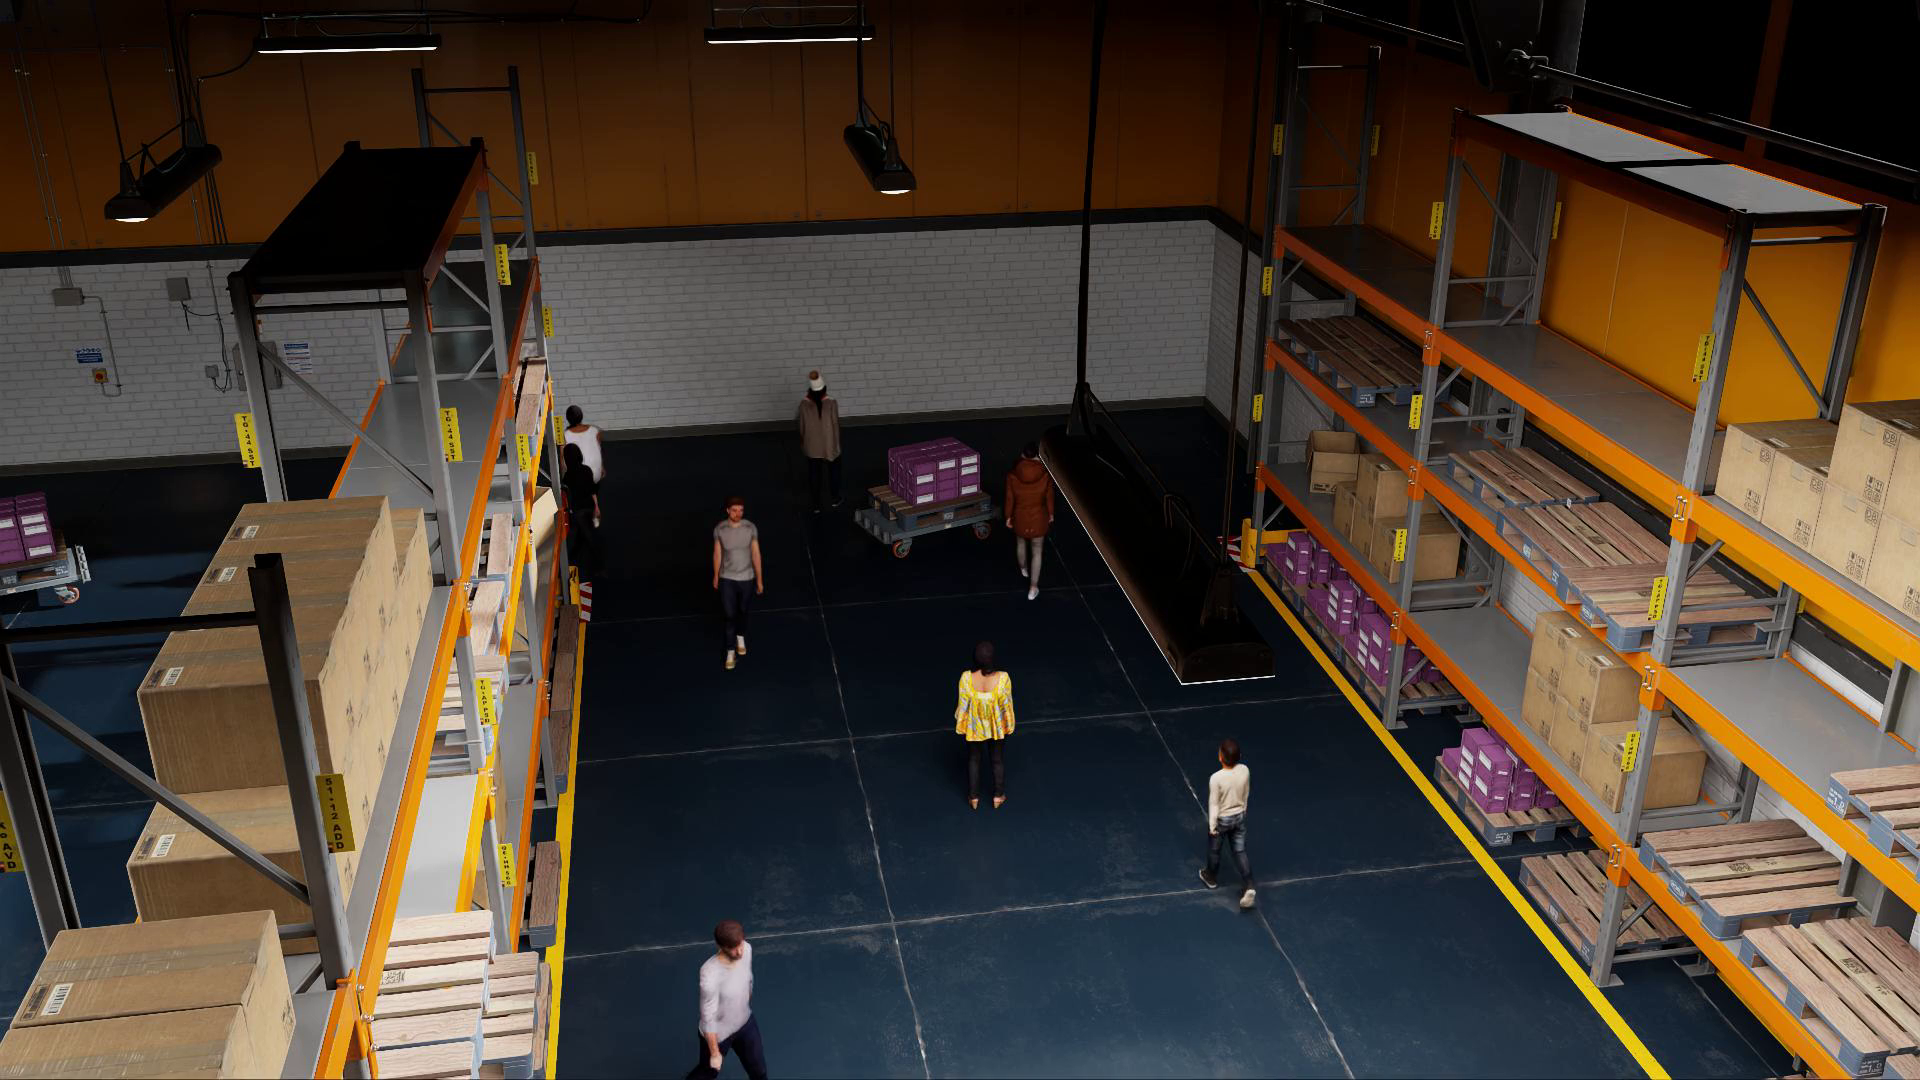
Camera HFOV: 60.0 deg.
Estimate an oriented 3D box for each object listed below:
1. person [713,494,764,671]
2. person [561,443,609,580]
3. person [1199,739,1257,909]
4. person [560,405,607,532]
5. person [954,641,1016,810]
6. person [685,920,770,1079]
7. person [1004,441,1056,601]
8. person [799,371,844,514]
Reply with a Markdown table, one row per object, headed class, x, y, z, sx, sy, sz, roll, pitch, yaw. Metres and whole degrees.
| class | x | y | z | sx | sy | sz | roll | pitch | yaw |
| --- | --- | --- | --- | --- | --- | --- | --- | --- | --- |
| person | -2.358 | 0.356 | 17.548 | 0.656 | 1.865 | 0.909 | -5 | 24 | -10 |
| person | -4.335 | -0.306 | 19.387 | 1.088 | 1.605 | 1.041 | 13 | 27 | 27 |
| person | 2.228 | 2.319 | 13.583 | 0.646 | 1.444 | 0.960 | -8 | 25 | -18 |
| person | -4.631 | -0.834 | 20.504 | 0.765 | 1.676 | 0.758 | -12 | 26 | -25 |
| person | 0.226 | 1.654 | 14.838 | 0.770 | 1.655 | 0.806 | 0 | 24 | 1 |
| person | -1.627 | 3.218 | 11.088 | 1.275 | 1.795 | 1.186 | 14 | 27 | 30 |
| person | 0.791 | -0.183 | 18.876 | 0.944 | 1.788 | 1.206 | 3 | 24 | 8 |
| person | -1.796 | -1.234 | 21.163 | 0.854 | 1.881 | 0.888 | 5 | 24 | 10 |
